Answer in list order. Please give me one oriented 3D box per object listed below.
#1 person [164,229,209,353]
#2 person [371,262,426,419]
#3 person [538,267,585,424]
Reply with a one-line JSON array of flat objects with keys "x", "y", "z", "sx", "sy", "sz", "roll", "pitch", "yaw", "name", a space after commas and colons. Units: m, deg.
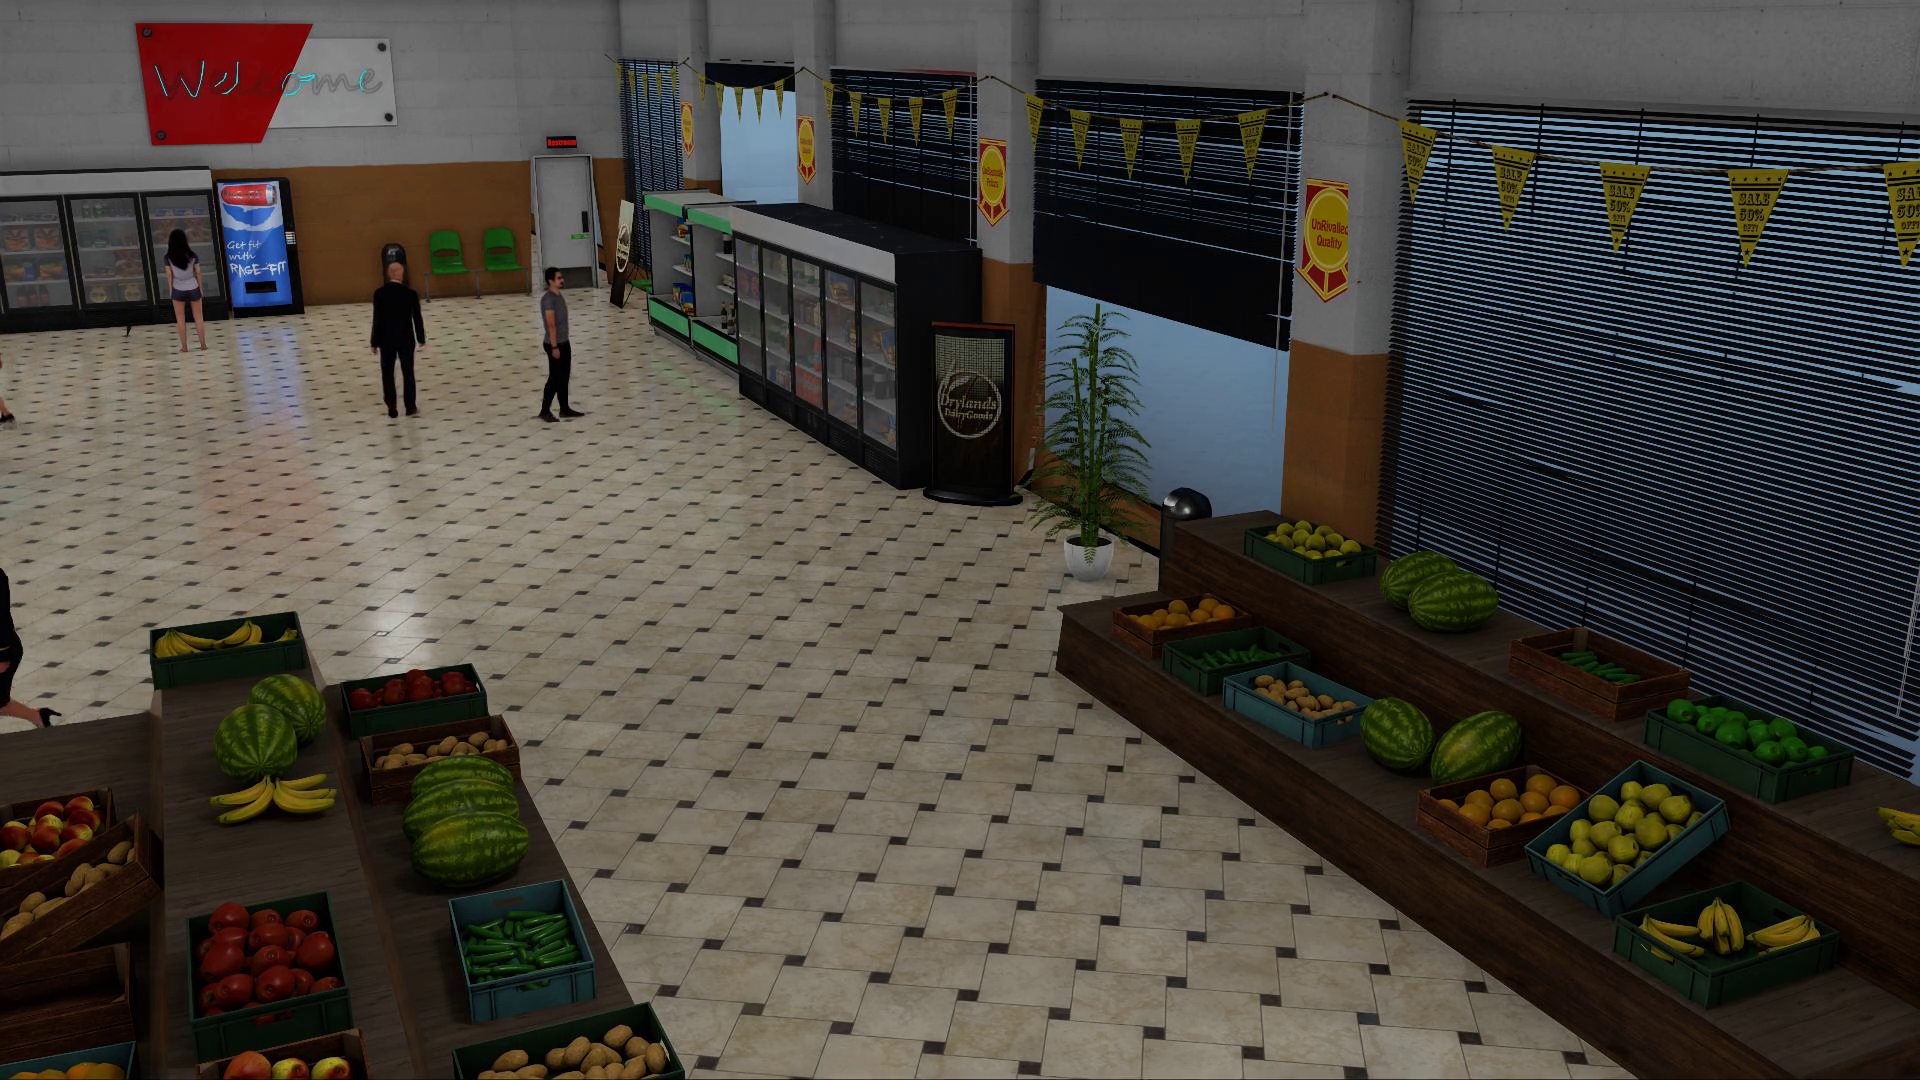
[{"x": -10.824, "y": -3.494, "z": 23.234, "sx": 0.605, "sy": 1.707, "sz": 0.545, "roll": -9, "pitch": 19, "yaw": -28, "name": "person"}, {"x": -6.471, "y": -2.285, "z": 19.127, "sx": 0.849, "sy": 1.781, "sz": 1.060, "roll": -4, "pitch": 17, "yaw": -12, "name": "person"}, {"x": -4.645, "y": -2.264, "z": 19.051, "sx": 0.826, "sy": 1.785, "sz": 0.770, "roll": 0, "pitch": 17, "yaw": -1, "name": "person"}]
